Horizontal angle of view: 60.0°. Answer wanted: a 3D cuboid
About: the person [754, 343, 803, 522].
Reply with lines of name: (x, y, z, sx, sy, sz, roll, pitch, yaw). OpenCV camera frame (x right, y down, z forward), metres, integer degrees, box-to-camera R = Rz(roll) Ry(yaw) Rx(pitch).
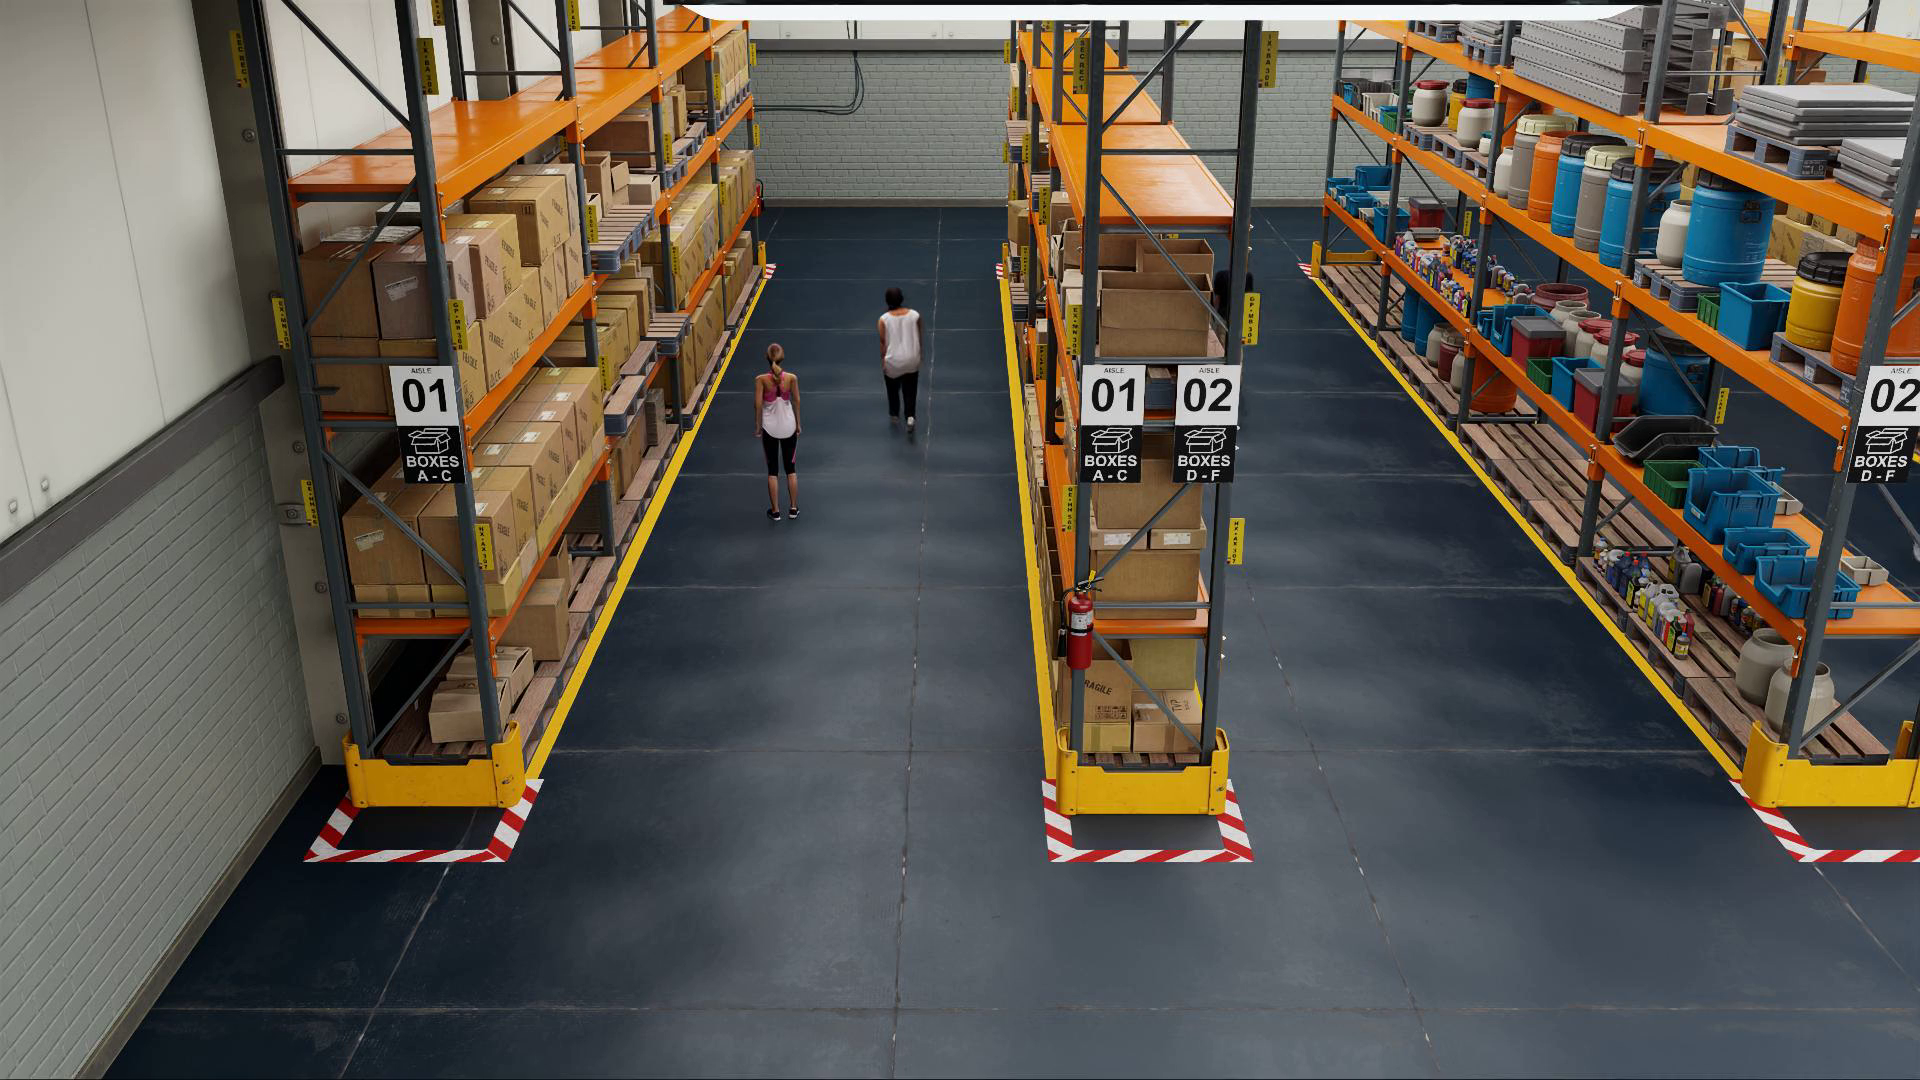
person: (-1.795, -1.071, 16.452, 0.664, 1.787, 0.609, -6, 23, -14)

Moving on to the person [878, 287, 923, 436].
person: (-0.670, -2.023, 18.959, 0.775, 1.652, 1.124, -2, 22, -6)

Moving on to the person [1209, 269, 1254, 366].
person: (3.306, -2.635, 20.224, 0.677, 1.826, 0.939, -1, 22, -3)
